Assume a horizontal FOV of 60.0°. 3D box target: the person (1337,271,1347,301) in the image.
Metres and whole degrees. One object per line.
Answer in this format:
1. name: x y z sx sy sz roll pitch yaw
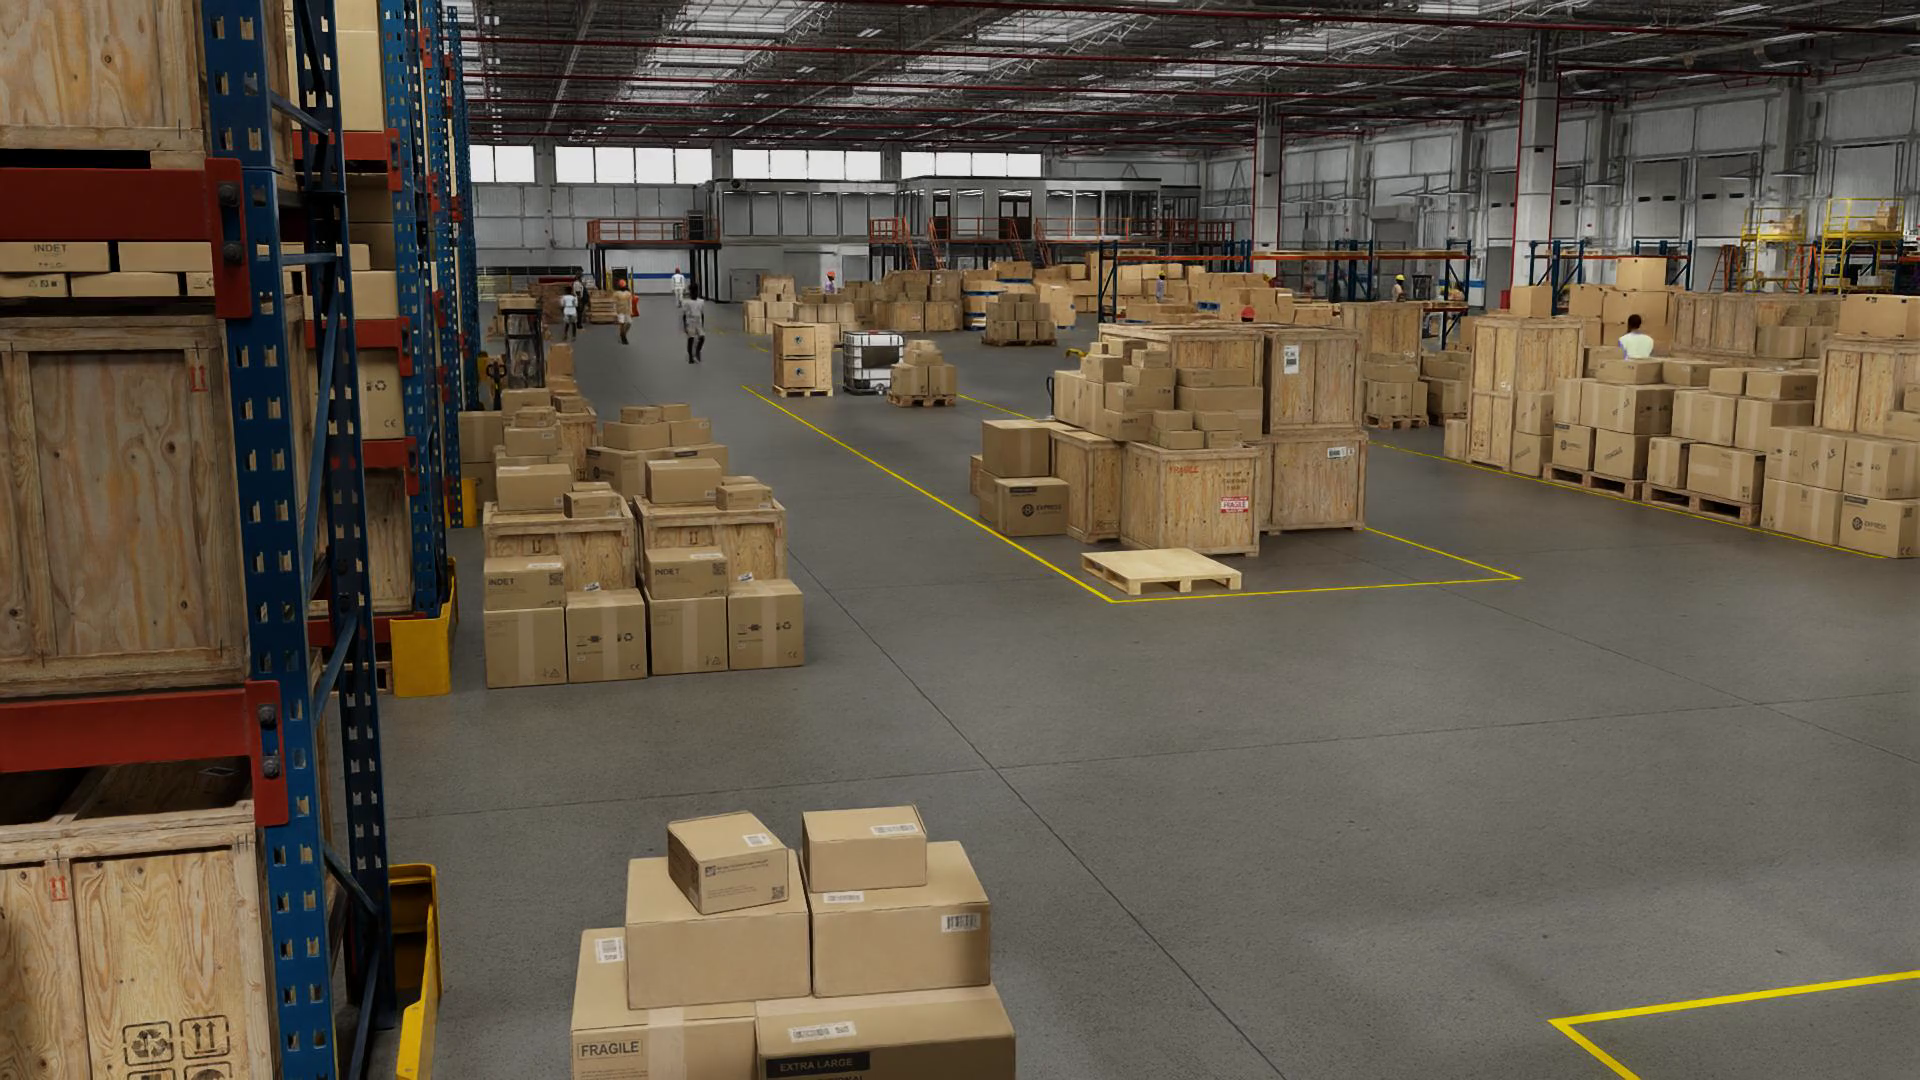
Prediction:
1. person: 15.170 -9.785 66.402 0.607 1.895 1.045 6 12 31

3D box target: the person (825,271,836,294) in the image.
1. person: -4.463 -8.285 57.503 0.417 2.034 0.604 1 10 5

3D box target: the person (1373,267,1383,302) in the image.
1. person: 19.617 -11.825 77.828 0.635 1.917 0.556 5 11 24

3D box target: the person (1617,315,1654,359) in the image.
1. person: 9.997 -2.405 24.693 0.599 1.855 1.023 -2 10 -9

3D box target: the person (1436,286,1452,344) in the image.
1. person: 14.320 -6.661 49.181 0.489 1.722 0.658 6 11 29

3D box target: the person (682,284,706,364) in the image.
1. person: -6.499 -5.268 40.625 0.604 1.951 0.442 -7 12 -34

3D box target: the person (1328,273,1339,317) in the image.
1. person: 12.435 -7.944 55.728 0.742 1.964 0.651 9 14 43

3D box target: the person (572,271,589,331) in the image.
1. person: -12.881 -8.110 56.473 0.536 2.000 0.682 -3 10 -15

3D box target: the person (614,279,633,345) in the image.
1. person: -9.841 -6.671 48.661 0.564 1.918 0.404 -6 12 -33

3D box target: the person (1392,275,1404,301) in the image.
1. person: 14.770 -7.981 56.103 0.390 1.922 0.589 1 10 6

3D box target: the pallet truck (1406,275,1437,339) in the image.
1. pallet truck: 14.620 -7.324 52.145 0.823 1.965 1.885 8 13 40

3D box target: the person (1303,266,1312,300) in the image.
1. person: 16.733 -12.364 80.794 0.997 1.948 0.650 7 12 35

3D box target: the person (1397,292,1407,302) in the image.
1. person: 9.963 -4.672 37.598 0.546 1.826 0.716 1 10 6

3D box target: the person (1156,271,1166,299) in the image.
1. person: 7.729 -9.392 64.052 0.366 1.927 0.585 0 10 -3

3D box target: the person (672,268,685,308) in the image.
1. person: -13.166 -11.776 77.705 0.612 1.870 0.472 0 10 -1

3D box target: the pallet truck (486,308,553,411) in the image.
1. pallet truck: -6.242 -2.418 24.362 0.823 1.965 1.885 1 10 3

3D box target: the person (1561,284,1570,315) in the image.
1. person: 18.426 -6.897 50.490 0.871 1.731 0.527 -3 11 -19

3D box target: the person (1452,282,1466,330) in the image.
1. person: 17.062 -8.002 56.879 0.533 1.670 0.783 -1 10 -4

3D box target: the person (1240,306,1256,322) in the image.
1. person: 4.503 -2.707 26.169 0.551 1.936 0.356 -4 11 -22

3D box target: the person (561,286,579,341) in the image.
1. person: -11.852 -6.881 50.507 0.547 1.679 0.452 0 10 1
